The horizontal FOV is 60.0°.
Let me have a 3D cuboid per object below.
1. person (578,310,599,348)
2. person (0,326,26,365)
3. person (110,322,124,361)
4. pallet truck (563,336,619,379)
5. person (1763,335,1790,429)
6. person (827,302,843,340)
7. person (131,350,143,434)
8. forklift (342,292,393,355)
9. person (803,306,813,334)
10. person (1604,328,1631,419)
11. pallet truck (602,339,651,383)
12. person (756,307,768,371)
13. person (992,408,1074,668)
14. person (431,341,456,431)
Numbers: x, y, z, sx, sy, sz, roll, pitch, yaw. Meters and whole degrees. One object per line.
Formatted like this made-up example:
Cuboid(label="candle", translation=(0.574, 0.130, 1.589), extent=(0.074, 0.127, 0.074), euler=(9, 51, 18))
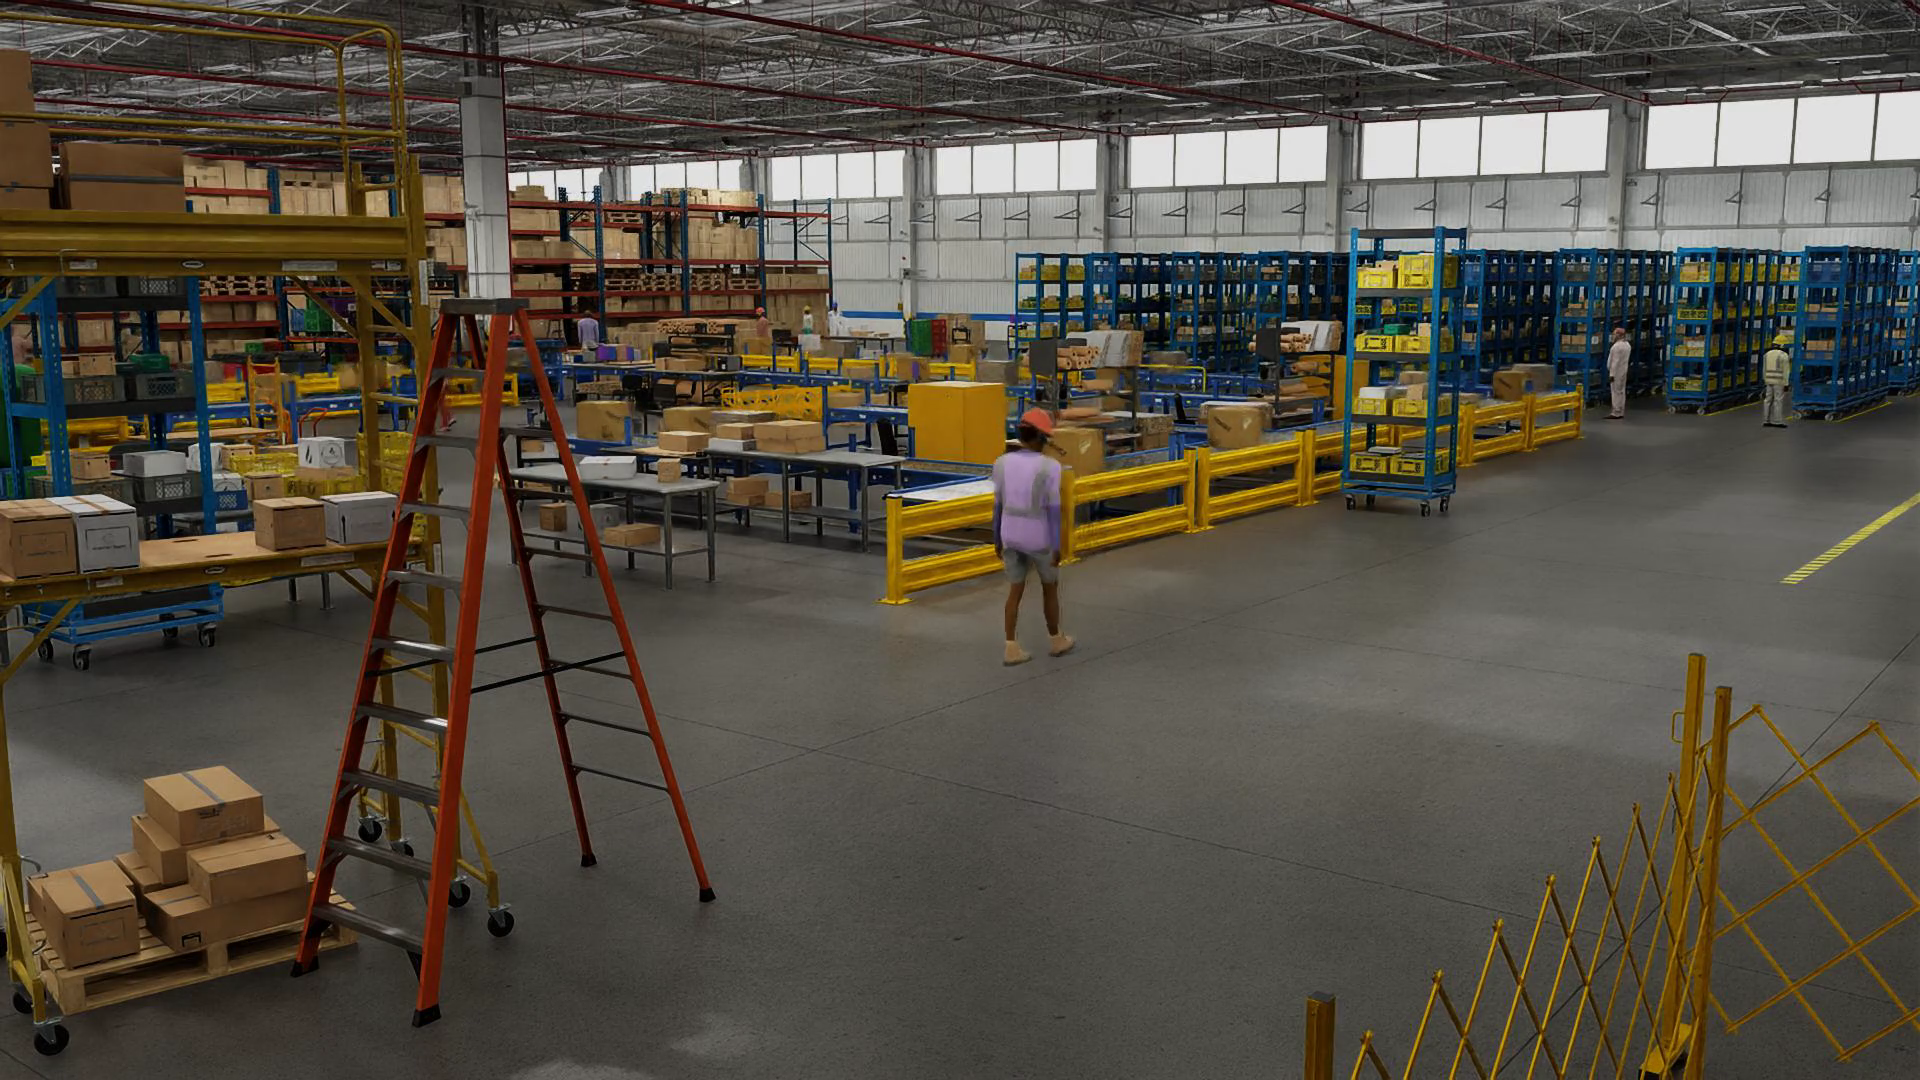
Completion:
Cuboid(label="person", translation=(-11.311, -6.048, 50.709), extent=(0.631, 1.939, 0.370), euler=(-1, 9, -7))
Cuboid(label="person", translation=(-21.961, -4.045, 38.495), extent=(0.650, 1.845, 1.042), euler=(-7, 12, -39))
Cuboid(label="person", translation=(-24.731, -5.557, 48.663), extent=(0.517, 1.599, 0.739), euler=(8, 12, 40))
Cuboid(label="pallet truck", translation=(-10.690, -5.294, 48.215), extent=(1.601, 1.201, 0.680), euler=(-5, 10, -26))
Cuboid(label="person", translation=(16.041, -3.101, 32.642), extent=(0.404, 1.831, 0.600), euler=(-3, 10, -19))
Cuboid(label="person", translation=(-4.766, -8.114, 63.574), extent=(0.616, 1.946, 0.392), euler=(-3, 9, -16))
Cuboid(label="person", translation=(-14.642, -2.554, 29.758), extent=(0.542, 1.662, 0.805), euler=(7, 12, 38))
Cuboid(label="forklift", translation=(-16.485, -5.622, 45.120), extent=(1.129, 2.768, 1.873), euler=(7, 11, 37))
Cuboid(label="person", translation=(-6.031, -8.372, 65.759), extent=(0.325, 1.768, 0.534), euler=(-8, 12, -39))
Cuboid(label="person", translation=(13.713, -3.469, 34.712), extent=(0.409, 1.905, 0.651), euler=(8, 12, 42))
Cuboid(label="pallet truck", translation=(-8.991, -4.871, 45.351), extent=(0.653, 1.274, 1.630), euler=(7, 11, 37))
Cuboid(label="person", translation=(-6.138, -6.211, 51.576), extent=(0.388, 1.987, 0.608), euler=(2, 9, 13))
Cuboid(label="person", translation=(0.575, -0.033, 12.940), extent=(0.654, 2.001, 0.649), euler=(6, 11, 34))
Cuboid(label="person", translation=(-10.046, -2.967, 32.060), extent=(0.381, 1.739, 0.551), euler=(-1, 9, -6))
